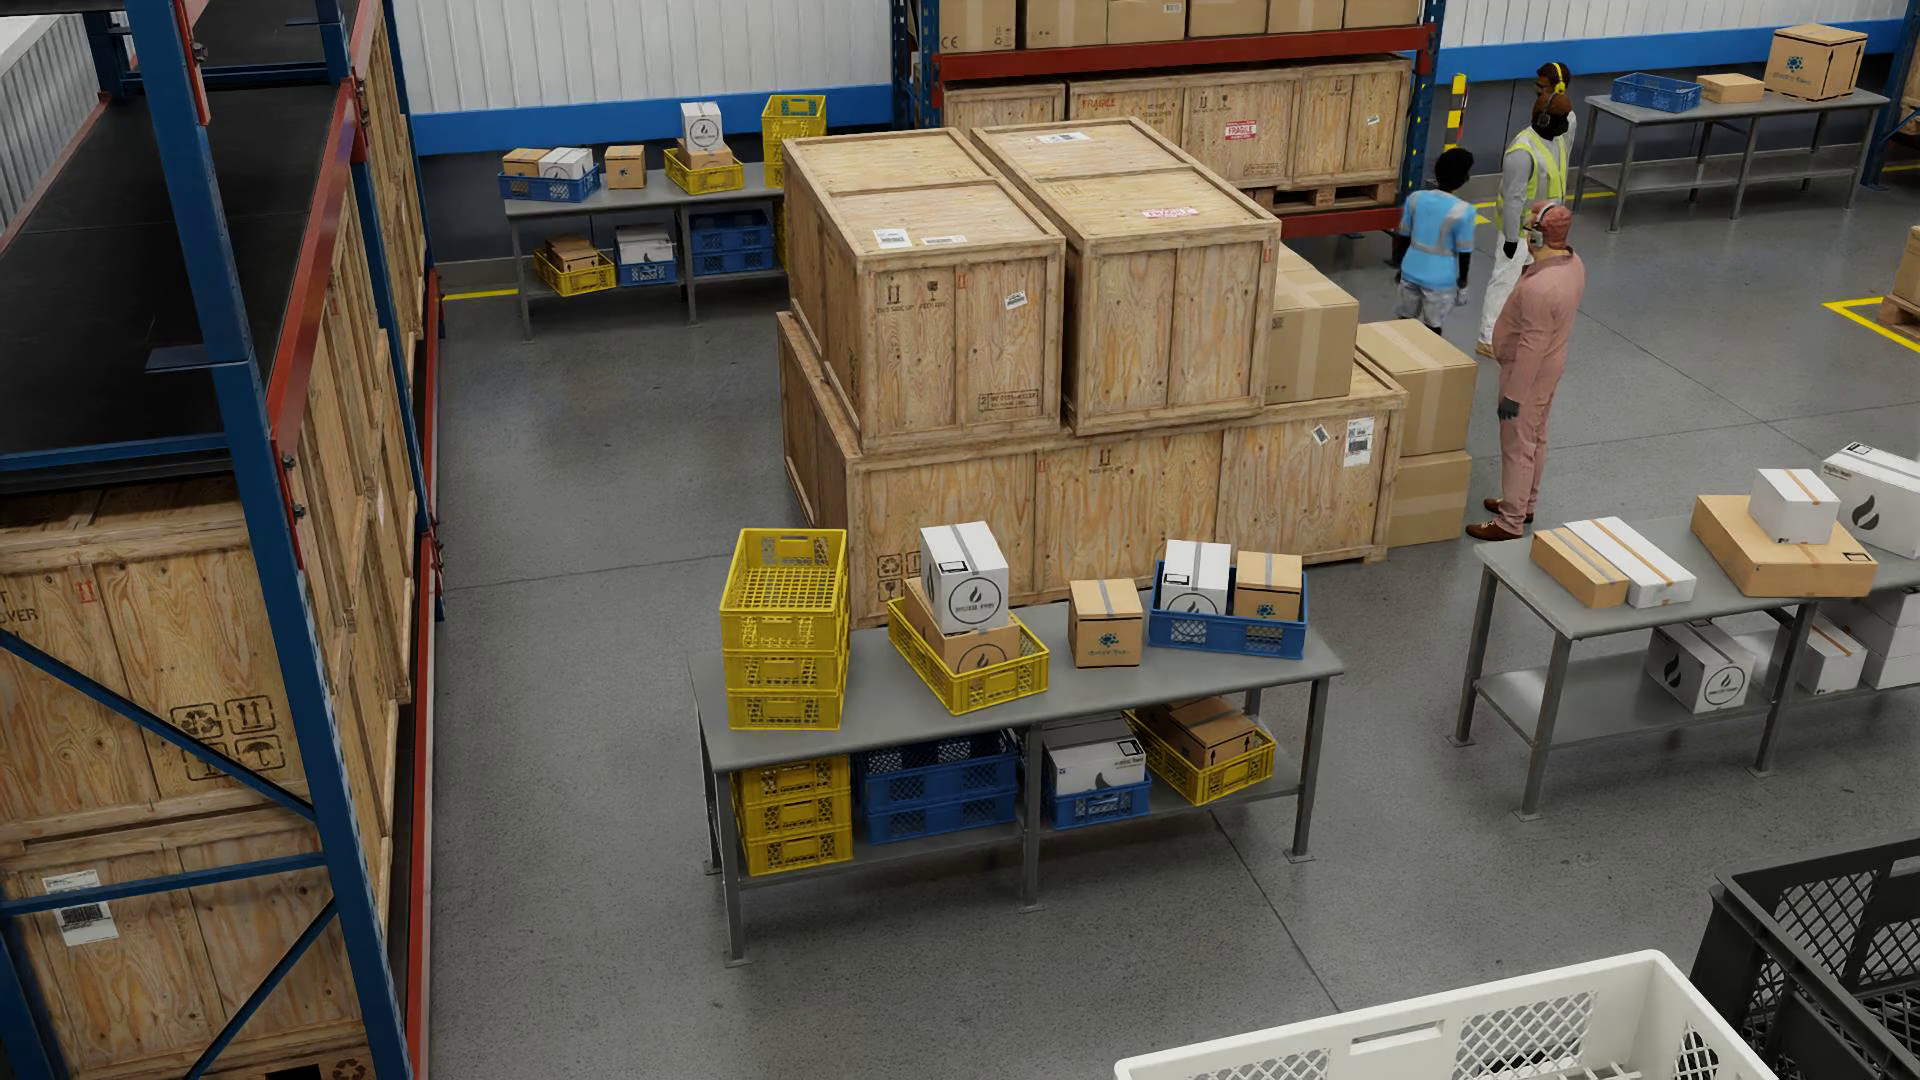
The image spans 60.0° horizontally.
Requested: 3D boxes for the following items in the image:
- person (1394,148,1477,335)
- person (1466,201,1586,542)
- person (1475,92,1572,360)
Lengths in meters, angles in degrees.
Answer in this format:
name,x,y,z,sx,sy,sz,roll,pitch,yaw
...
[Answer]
name,x,y,z,sx,sy,sz,roll,pitch,yaw
person,3.020,-1.680,10.686,0.348,1.685,0.555,-17,33,-27
person,3.070,-0.902,9.045,0.401,1.904,0.649,17,33,28
person,3.881,-2.143,11.377,0.431,1.835,0.624,23,36,35
